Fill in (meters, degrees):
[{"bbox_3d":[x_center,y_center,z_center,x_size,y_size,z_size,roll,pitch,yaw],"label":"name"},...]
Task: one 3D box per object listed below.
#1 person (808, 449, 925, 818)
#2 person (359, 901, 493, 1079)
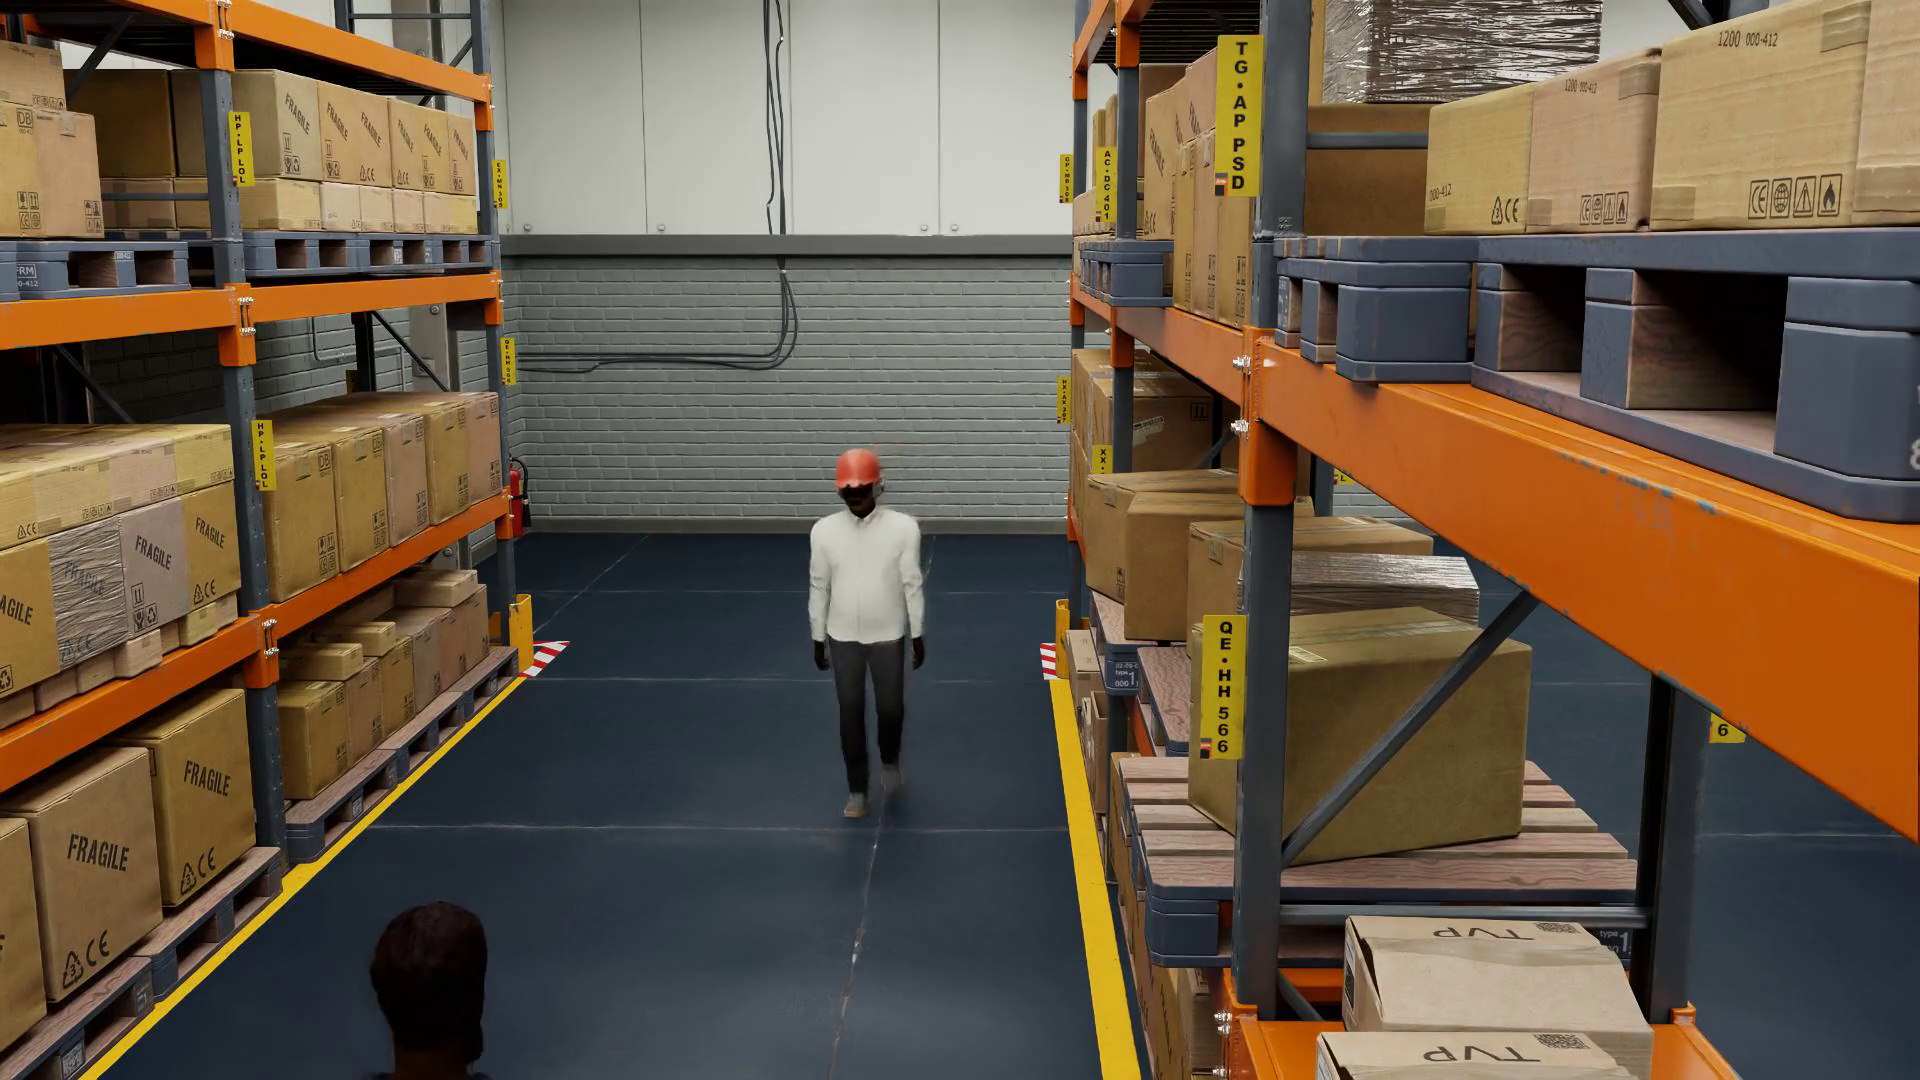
[{"bbox_3d":[-0.500,0.488,8.855,0.635,1.970,0.474,1,10,5],"label":"person"},{"bbox_3d":[-0.918,1.577,2.946,0.592,1.902,0.581,0,10,2],"label":"person"}]
